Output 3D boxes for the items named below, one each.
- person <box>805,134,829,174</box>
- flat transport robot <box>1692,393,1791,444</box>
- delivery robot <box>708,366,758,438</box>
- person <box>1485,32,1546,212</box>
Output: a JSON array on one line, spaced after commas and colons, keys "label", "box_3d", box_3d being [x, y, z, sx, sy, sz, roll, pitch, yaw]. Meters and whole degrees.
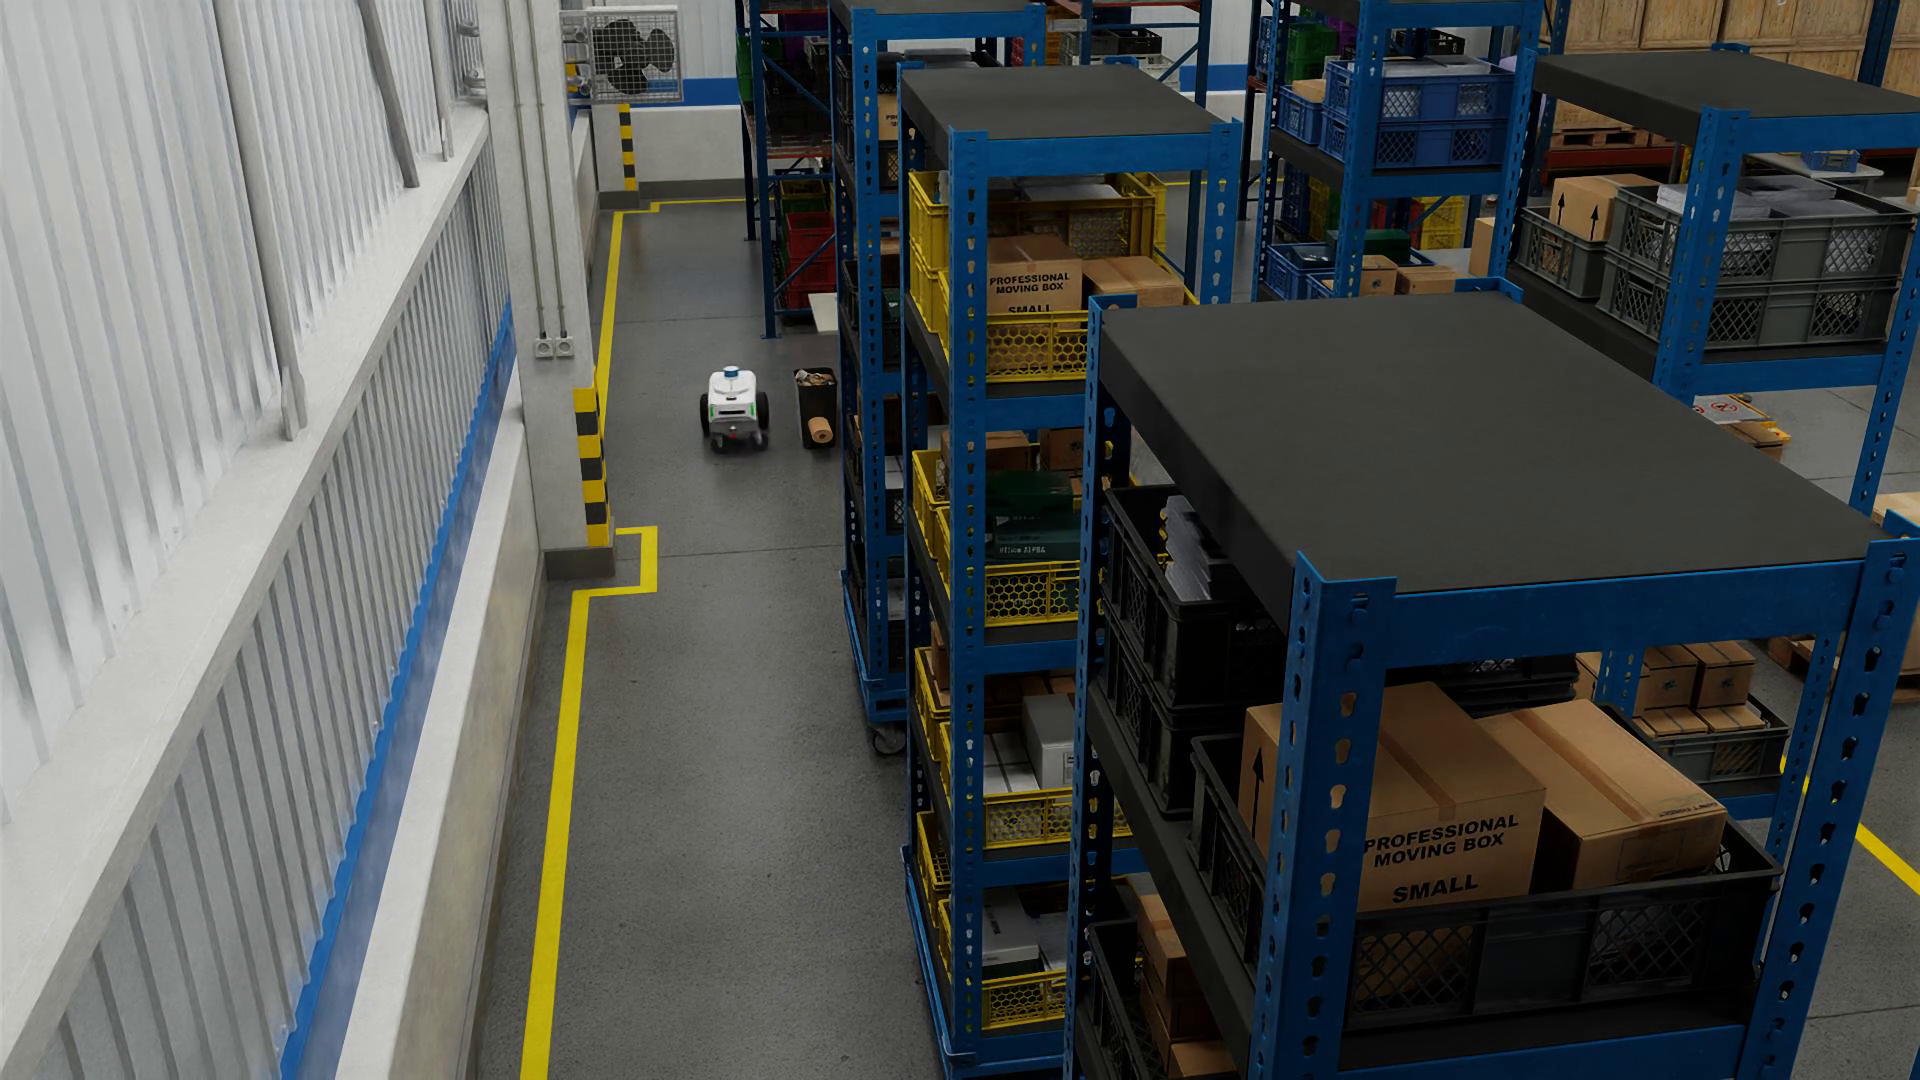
[{"label": "person", "box_3d": [-1.611, -4.613, 18.377, 0.355, 1.884, 0.573, 11, 27, 22]}, {"label": "flat transport robot", "box_3d": [5.224, -0.859, 12.132, 1.431, 0.197, 0.652, -4, 25, -8]}, {"label": "delivery robot", "box_3d": [-1.642, -1.013, 12.022, 0.477, 0.478, 0.707, -3, 25, -6]}, {"label": "person", "box_3d": [6.100, -4.605, 18.296, 0.631, 1.940, 0.372, 17, 30, 33]}]
